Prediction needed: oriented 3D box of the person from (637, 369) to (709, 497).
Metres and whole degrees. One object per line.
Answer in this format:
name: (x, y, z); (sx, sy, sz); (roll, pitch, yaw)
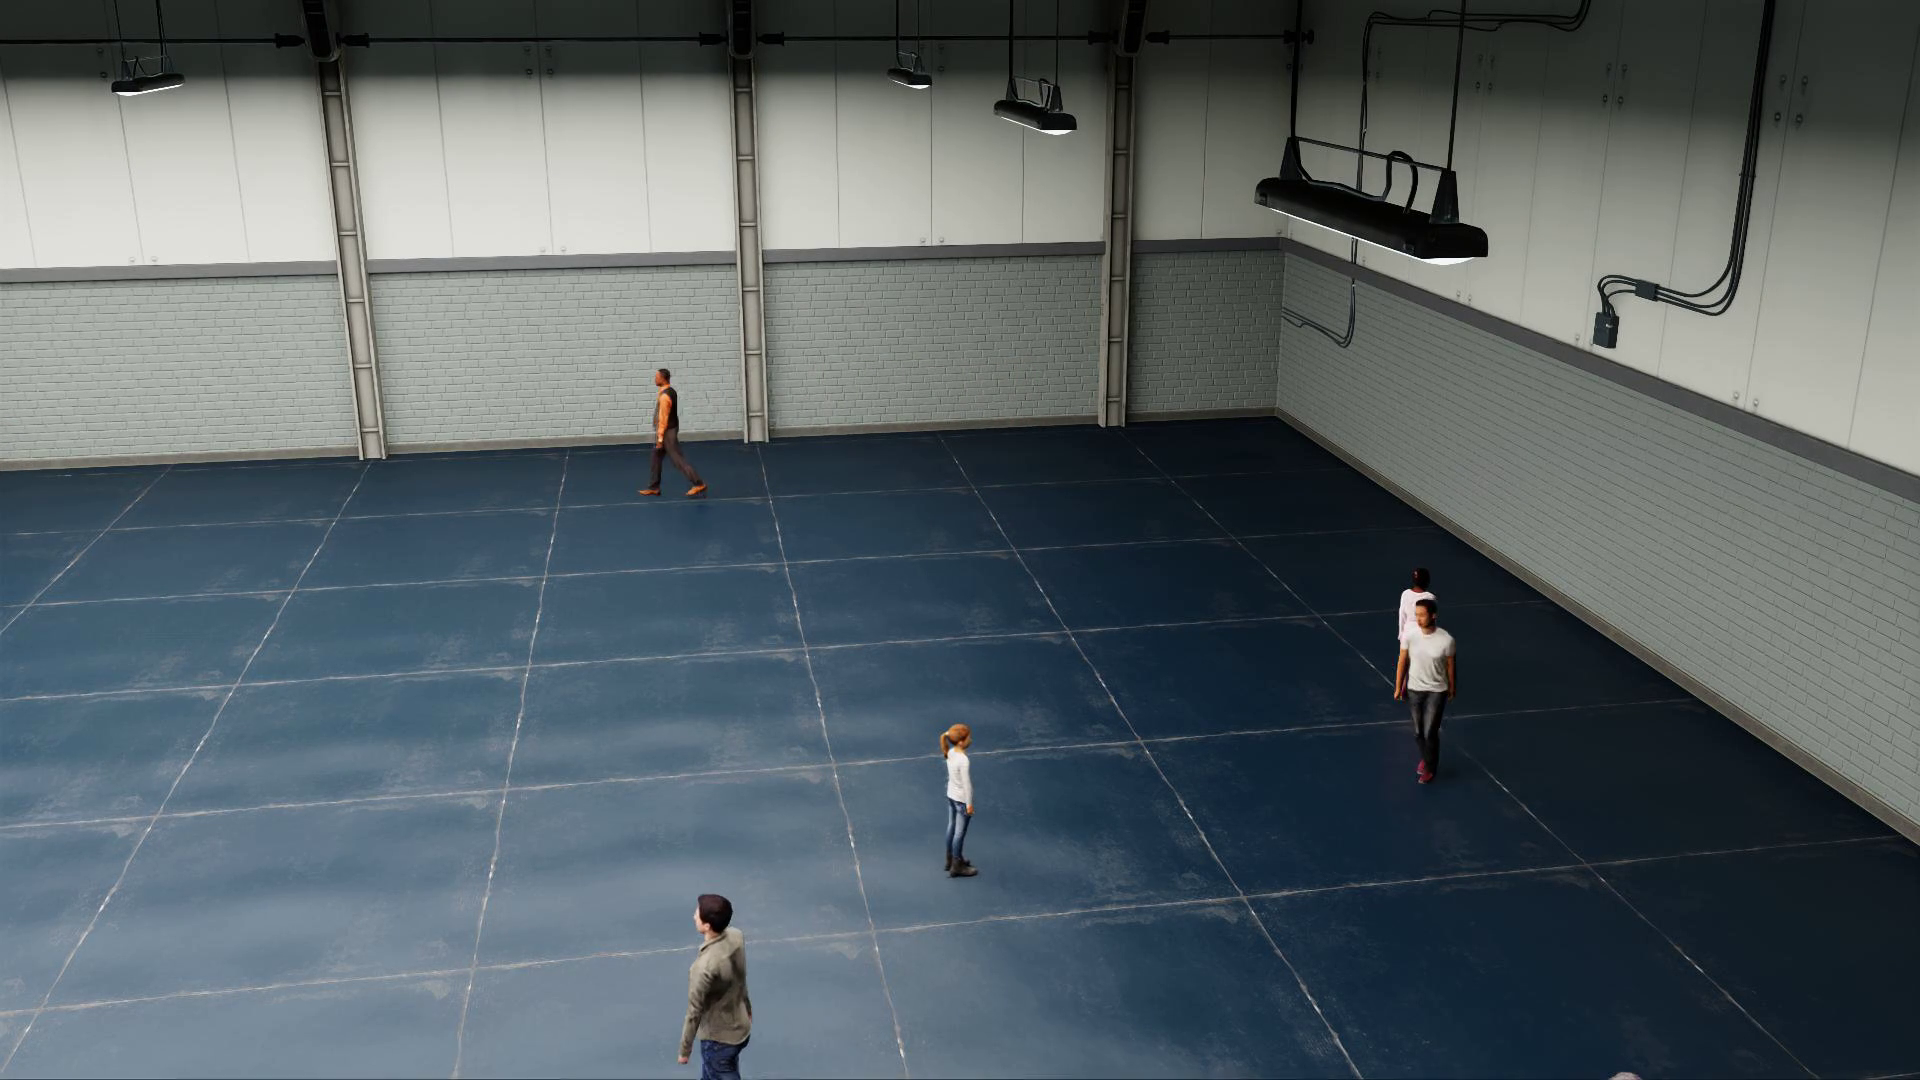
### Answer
person: (-4.071, -1.492, 23.762); (1.273, 1.868, 0.796); (-1, 18, -3)

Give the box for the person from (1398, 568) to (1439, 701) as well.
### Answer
person: (4.657, 0.951, 16.949); (0.616, 1.442, 0.674); (12, 22, 33)

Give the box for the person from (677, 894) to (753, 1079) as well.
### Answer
person: (-1.361, 3.005, 10.009); (1.174, 1.833, 1.018); (6, 19, 18)

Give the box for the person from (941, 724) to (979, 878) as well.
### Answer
person: (-0.013, 2.113, 13.584); (0.529, 1.315, 0.517); (-8, 20, -22)

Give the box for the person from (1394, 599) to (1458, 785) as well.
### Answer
person: (4.324, 1.347, 15.205); (0.873, 1.768, 0.932); (9, 20, 25)
